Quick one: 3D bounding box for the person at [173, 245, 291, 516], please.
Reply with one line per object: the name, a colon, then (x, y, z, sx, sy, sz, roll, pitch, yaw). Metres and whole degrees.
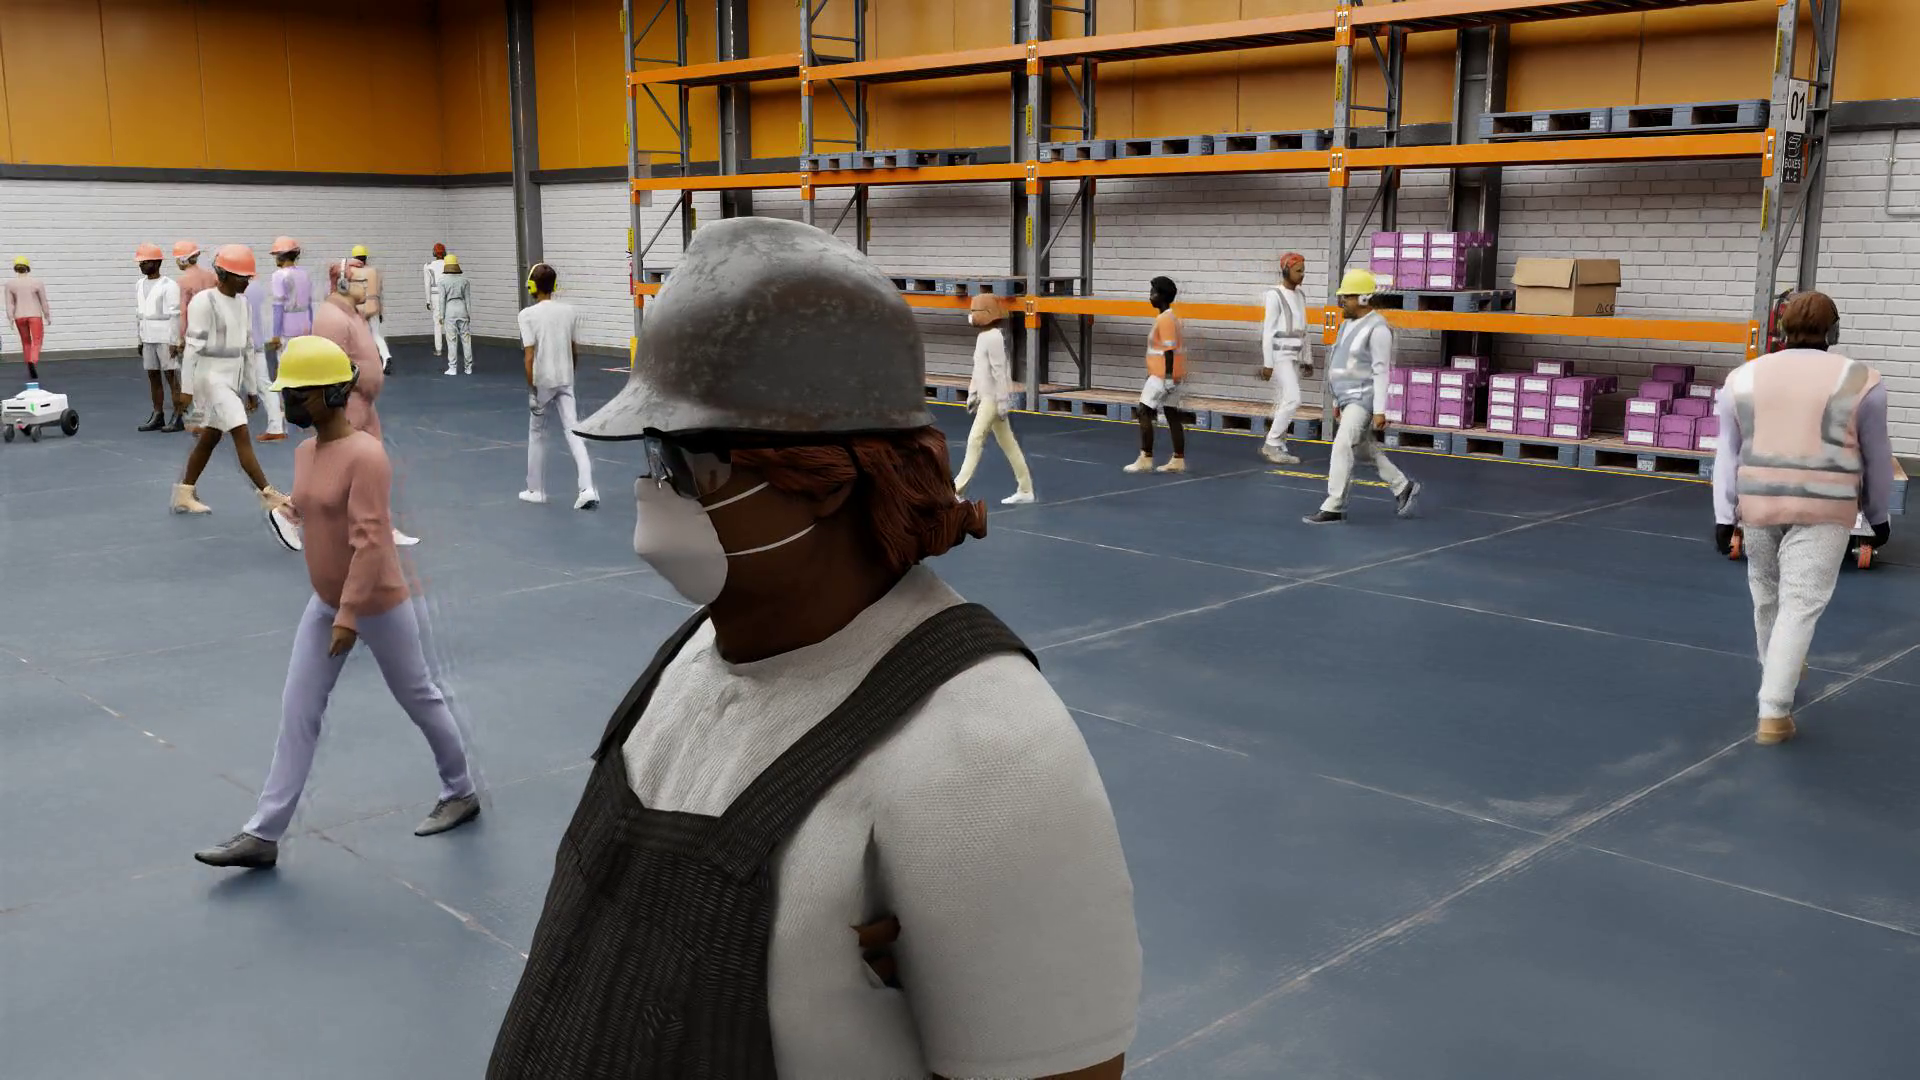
person: (-5.254, -1.120, 11.895, 1.098, 1.946, 0.692, 1, 10, 6)

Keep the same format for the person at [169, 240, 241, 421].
person: (-8.241, -2.268, 18.101, 0.561, 1.970, 0.631, 4, 11, 19)

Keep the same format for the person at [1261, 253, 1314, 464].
person: (2.913, -1.589, 14.690, 0.427, 1.871, 0.578, 8, 13, 36)

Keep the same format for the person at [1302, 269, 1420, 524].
person: (2.865, -1.003, 11.698, 0.847, 1.800, 0.592, -2, 11, -9)

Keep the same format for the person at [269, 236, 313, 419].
person: (-7.226, -2.305, 18.177, 0.691, 2.017, 0.611, 1, 10, 7)

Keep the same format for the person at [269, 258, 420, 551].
person: (-4.003, -0.860, 10.681, 0.828, 1.885, 0.658, -1, 10, -8)

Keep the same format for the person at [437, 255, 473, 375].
person: (-7.377, -3.283, 24.264, 0.488, 1.740, 0.318, -8, 13, -38)

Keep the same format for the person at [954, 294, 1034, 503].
person: (0.177, -1.035, 12.423, 0.862, 1.583, 0.527, -1, 10, -7)

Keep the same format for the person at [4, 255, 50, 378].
person: (-13.307, -3.183, 23.715, 0.525, 1.739, 0.743, -3, 11, -14)

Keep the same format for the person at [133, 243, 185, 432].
person: (-8.275, -2.074, 17.138, 0.542, 1.938, 0.357, 4, 11, 20)

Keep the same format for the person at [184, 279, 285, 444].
person: (-7.046, -1.867, 16.116, 0.999, 1.887, 0.662, 1, 10, 7)

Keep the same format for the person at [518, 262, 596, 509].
person: (-3.018, -1.145, 12.374, 0.498, 1.833, 0.965, -8, 13, -37)

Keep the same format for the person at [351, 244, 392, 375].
person: (-8.563, -3.317, 24.040, 0.584, 1.903, 0.856, -10, 14, -42)

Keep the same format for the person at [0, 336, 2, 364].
person: (-10.199, -1.933, 17.183, 0.543, 1.624, 0.375, -7, 12, -32)

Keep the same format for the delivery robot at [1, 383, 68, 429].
delivery robot: (-9.205, -1.322, 16.551, 0.477, 0.478, 0.707, 0, 10, -1)

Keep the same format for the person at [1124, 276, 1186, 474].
person: (1.646, -1.389, 14.120, 0.647, 1.676, 0.541, 3, 11, 14)

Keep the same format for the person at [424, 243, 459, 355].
person: (-8.747, -4.064, 28.131, 0.575, 1.885, 0.355, -4, 11, -22)

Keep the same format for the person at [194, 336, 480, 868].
person: (-1.993, 0.199, 5.383, 0.528, 1.709, 0.955, 8, 13, 36)

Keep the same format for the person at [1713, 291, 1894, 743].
person: (3.483, -0.117, 6.859, 0.953, 1.792, 0.624, -10, 14, -44)
